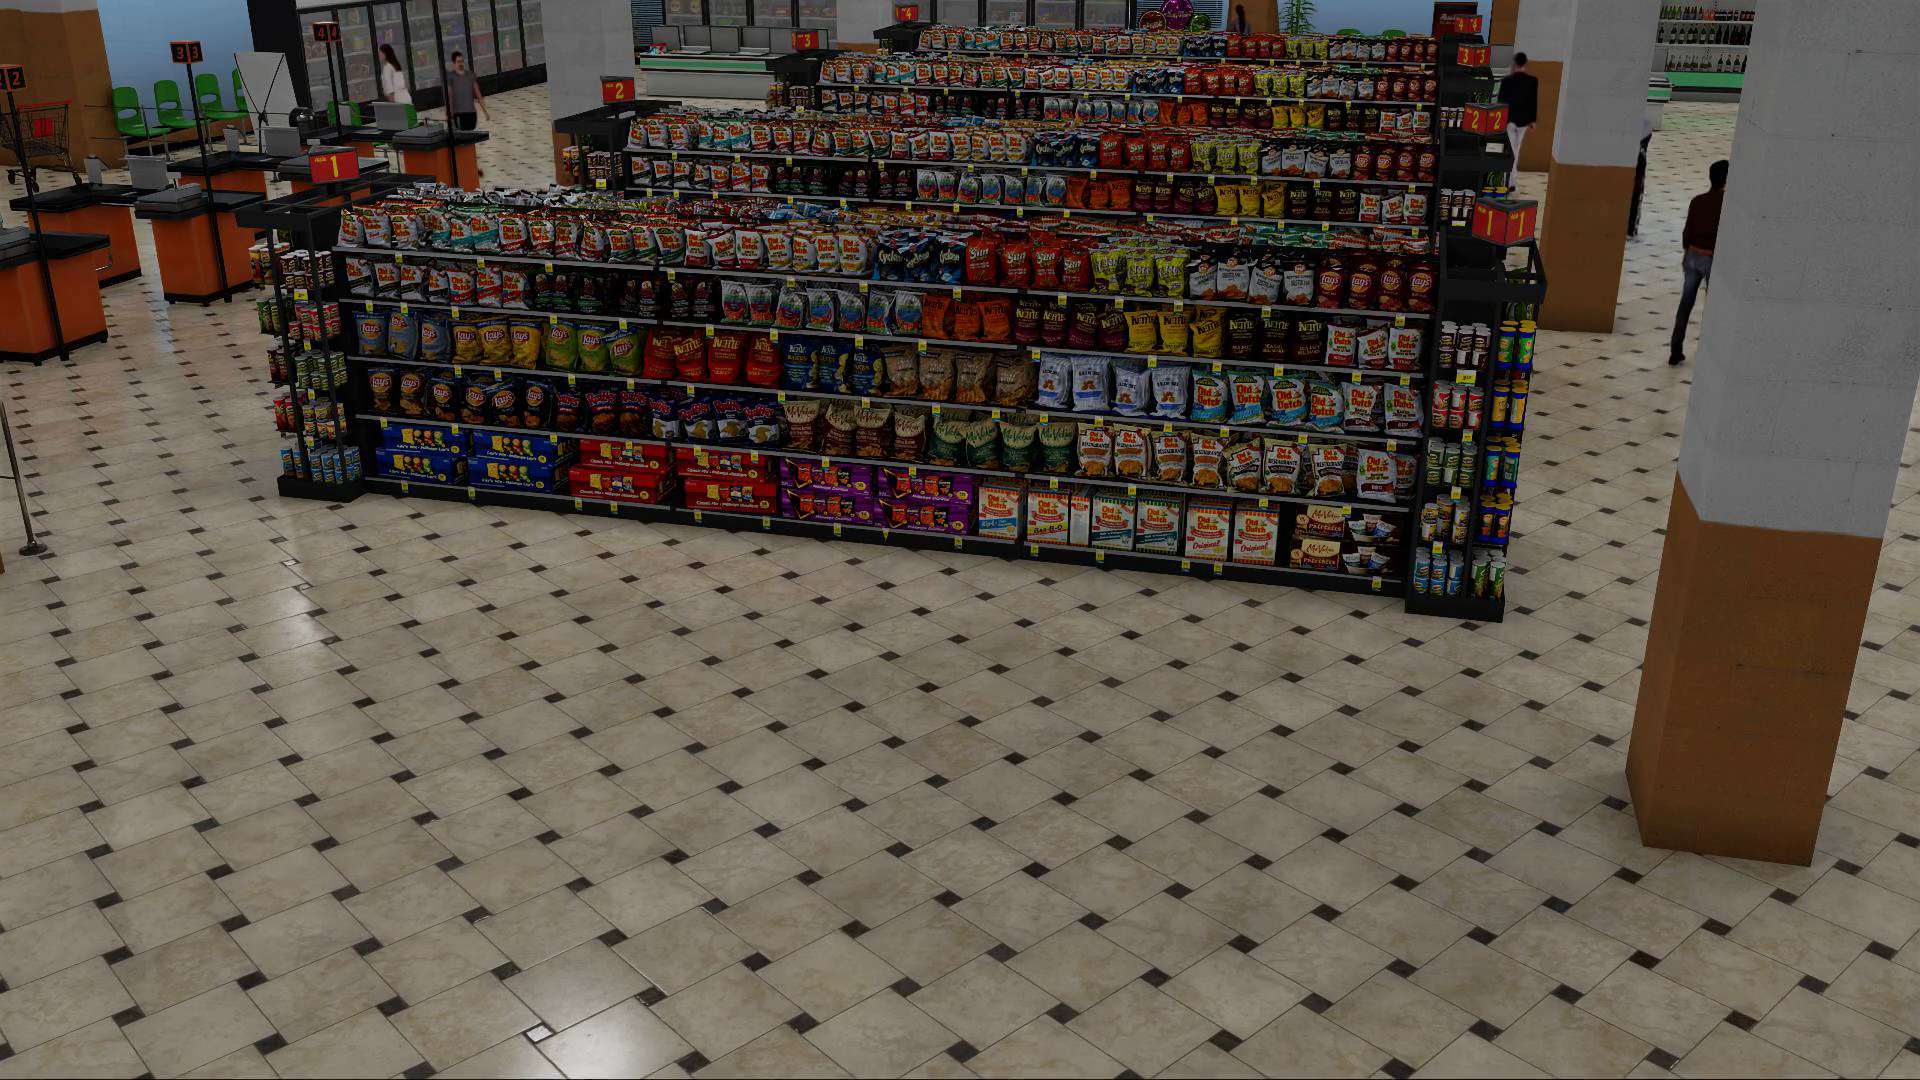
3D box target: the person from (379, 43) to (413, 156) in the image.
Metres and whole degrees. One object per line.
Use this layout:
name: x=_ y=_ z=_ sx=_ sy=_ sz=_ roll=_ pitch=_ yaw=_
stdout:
person: x=-8.411 y=-6.622 z=25.114 sx=0.613 sy=1.665 sz=0.641 roll=6 pitch=23 yaw=14

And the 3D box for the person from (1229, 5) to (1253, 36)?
person: x=5.408 y=-9.509 z=32.283 sx=0.664 sy=1.677 sz=0.775 roll=-4 pitch=22 yaw=-11

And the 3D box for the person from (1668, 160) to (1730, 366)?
person: x=6.406 y=-2.363 z=14.411 sx=1.076 sy=1.743 sz=1.103 roll=-19 pitch=28 yaw=-38

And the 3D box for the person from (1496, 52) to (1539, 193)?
person: x=7.420 y=-5.526 z=22.243 sx=1.205 sy=1.773 sz=0.847 roll=3 pitch=22 yaw=7

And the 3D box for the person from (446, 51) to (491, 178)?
person: x=-7.073 y=-6.024 z=23.552 sx=1.055 sy=1.722 sz=0.858 roll=14 pitch=26 yaw=30

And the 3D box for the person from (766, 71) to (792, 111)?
person: x=-2.315 y=-5.334 z=21.869 sx=0.987 sy=1.696 sz=0.678 roll=4 pitch=22 yaw=10
